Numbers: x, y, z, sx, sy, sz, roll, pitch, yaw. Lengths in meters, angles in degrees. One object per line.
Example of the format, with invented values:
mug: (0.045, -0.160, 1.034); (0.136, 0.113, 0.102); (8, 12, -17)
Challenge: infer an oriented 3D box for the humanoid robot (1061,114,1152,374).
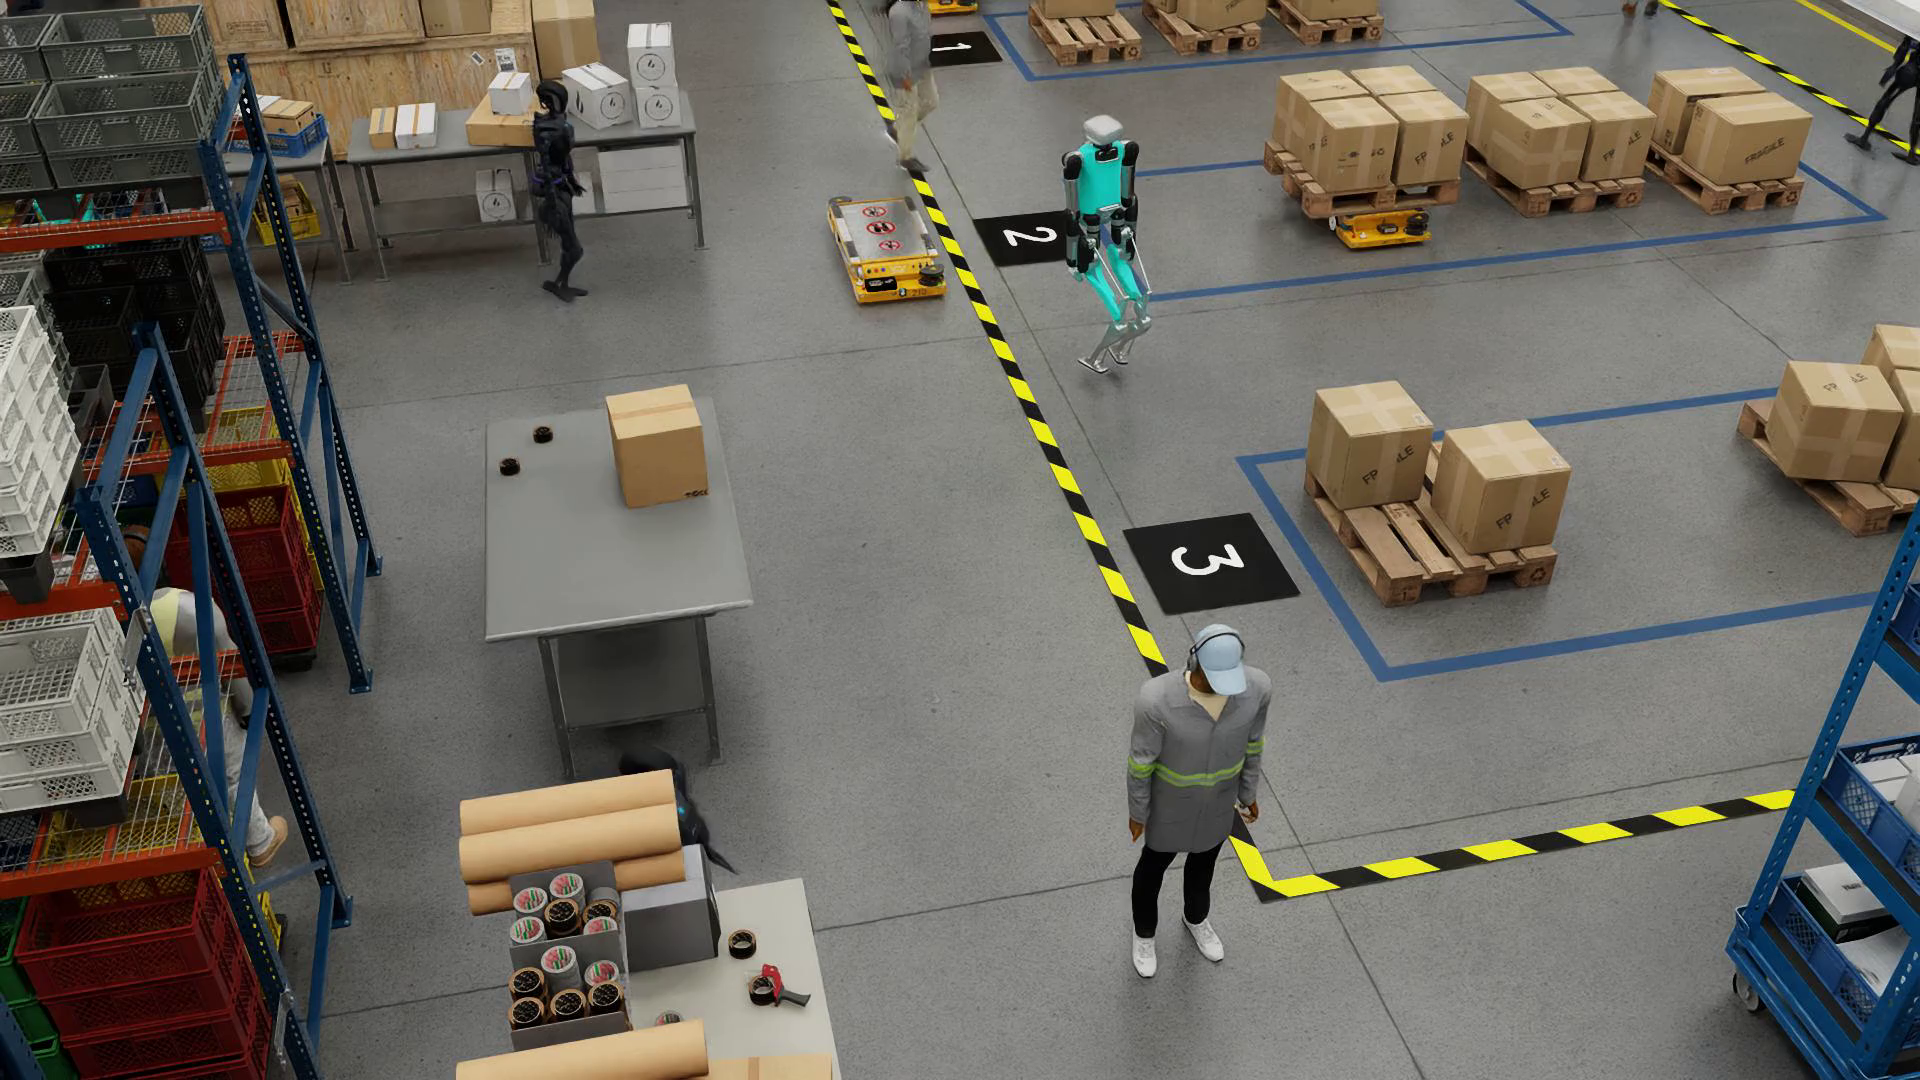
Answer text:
humanoid robot: (1.002, -1.820, 10.653); (0.533, 1.681, 0.735); (-17, 40, -22)

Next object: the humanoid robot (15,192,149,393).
humanoid robot: (-5.264, -1.399, 10.126); (0.530, 1.703, 0.736); (-14, 39, -19)

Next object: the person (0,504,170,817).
person: (-3.932, 0.529, 7.534); (0.592, 1.831, 0.404); (4, 37, 5)

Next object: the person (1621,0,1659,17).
person: (6.873, -6.079, 16.390); (0.592, 1.871, 0.521); (4, 37, 5)

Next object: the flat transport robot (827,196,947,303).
flat transport robot: (-0.570, -2.220, 12.538); (0.659, 0.231, 1.431); (-8, 37, -10)

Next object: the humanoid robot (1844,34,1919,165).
humanoid robot: (7.889, -3.965, 13.716); (0.584, 1.633, 0.646); (-14, 39, -19)

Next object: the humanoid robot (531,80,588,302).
humanoid robot: (-2.816, -2.438, 11.657); (0.368, 1.641, 0.609); (2, 37, 2)

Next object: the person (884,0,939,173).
person: (-0.400, -3.841, 13.473); (0.425, 1.753, 0.552); (14, 39, 18)

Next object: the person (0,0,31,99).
person: (-8.394, -4.546, 14.256); (0.381, 1.950, 0.604); (8, 37, 11)

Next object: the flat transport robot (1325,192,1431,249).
flat transport robot: (3.135, -2.737, 13.209); (0.652, 0.197, 1.431); (-8, 37, -10)

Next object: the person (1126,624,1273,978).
person: (0.963, 1.065, 6.799); (0.587, 1.848, 0.397); (-9, 37, -11)

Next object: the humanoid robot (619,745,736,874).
humanoid robot: (-1.068, 1.389, 6.510); (0.395, 1.649, 0.615); (6, 37, 8)

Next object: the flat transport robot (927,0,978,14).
flat transport robot: (-0.291, -5.824, 17.358); (0.652, 0.197, 1.431); (-8, 37, -10)

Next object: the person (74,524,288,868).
person: (-3.386, 0.716, 7.285); (0.617, 1.836, 0.432); (-2, 37, -3)
